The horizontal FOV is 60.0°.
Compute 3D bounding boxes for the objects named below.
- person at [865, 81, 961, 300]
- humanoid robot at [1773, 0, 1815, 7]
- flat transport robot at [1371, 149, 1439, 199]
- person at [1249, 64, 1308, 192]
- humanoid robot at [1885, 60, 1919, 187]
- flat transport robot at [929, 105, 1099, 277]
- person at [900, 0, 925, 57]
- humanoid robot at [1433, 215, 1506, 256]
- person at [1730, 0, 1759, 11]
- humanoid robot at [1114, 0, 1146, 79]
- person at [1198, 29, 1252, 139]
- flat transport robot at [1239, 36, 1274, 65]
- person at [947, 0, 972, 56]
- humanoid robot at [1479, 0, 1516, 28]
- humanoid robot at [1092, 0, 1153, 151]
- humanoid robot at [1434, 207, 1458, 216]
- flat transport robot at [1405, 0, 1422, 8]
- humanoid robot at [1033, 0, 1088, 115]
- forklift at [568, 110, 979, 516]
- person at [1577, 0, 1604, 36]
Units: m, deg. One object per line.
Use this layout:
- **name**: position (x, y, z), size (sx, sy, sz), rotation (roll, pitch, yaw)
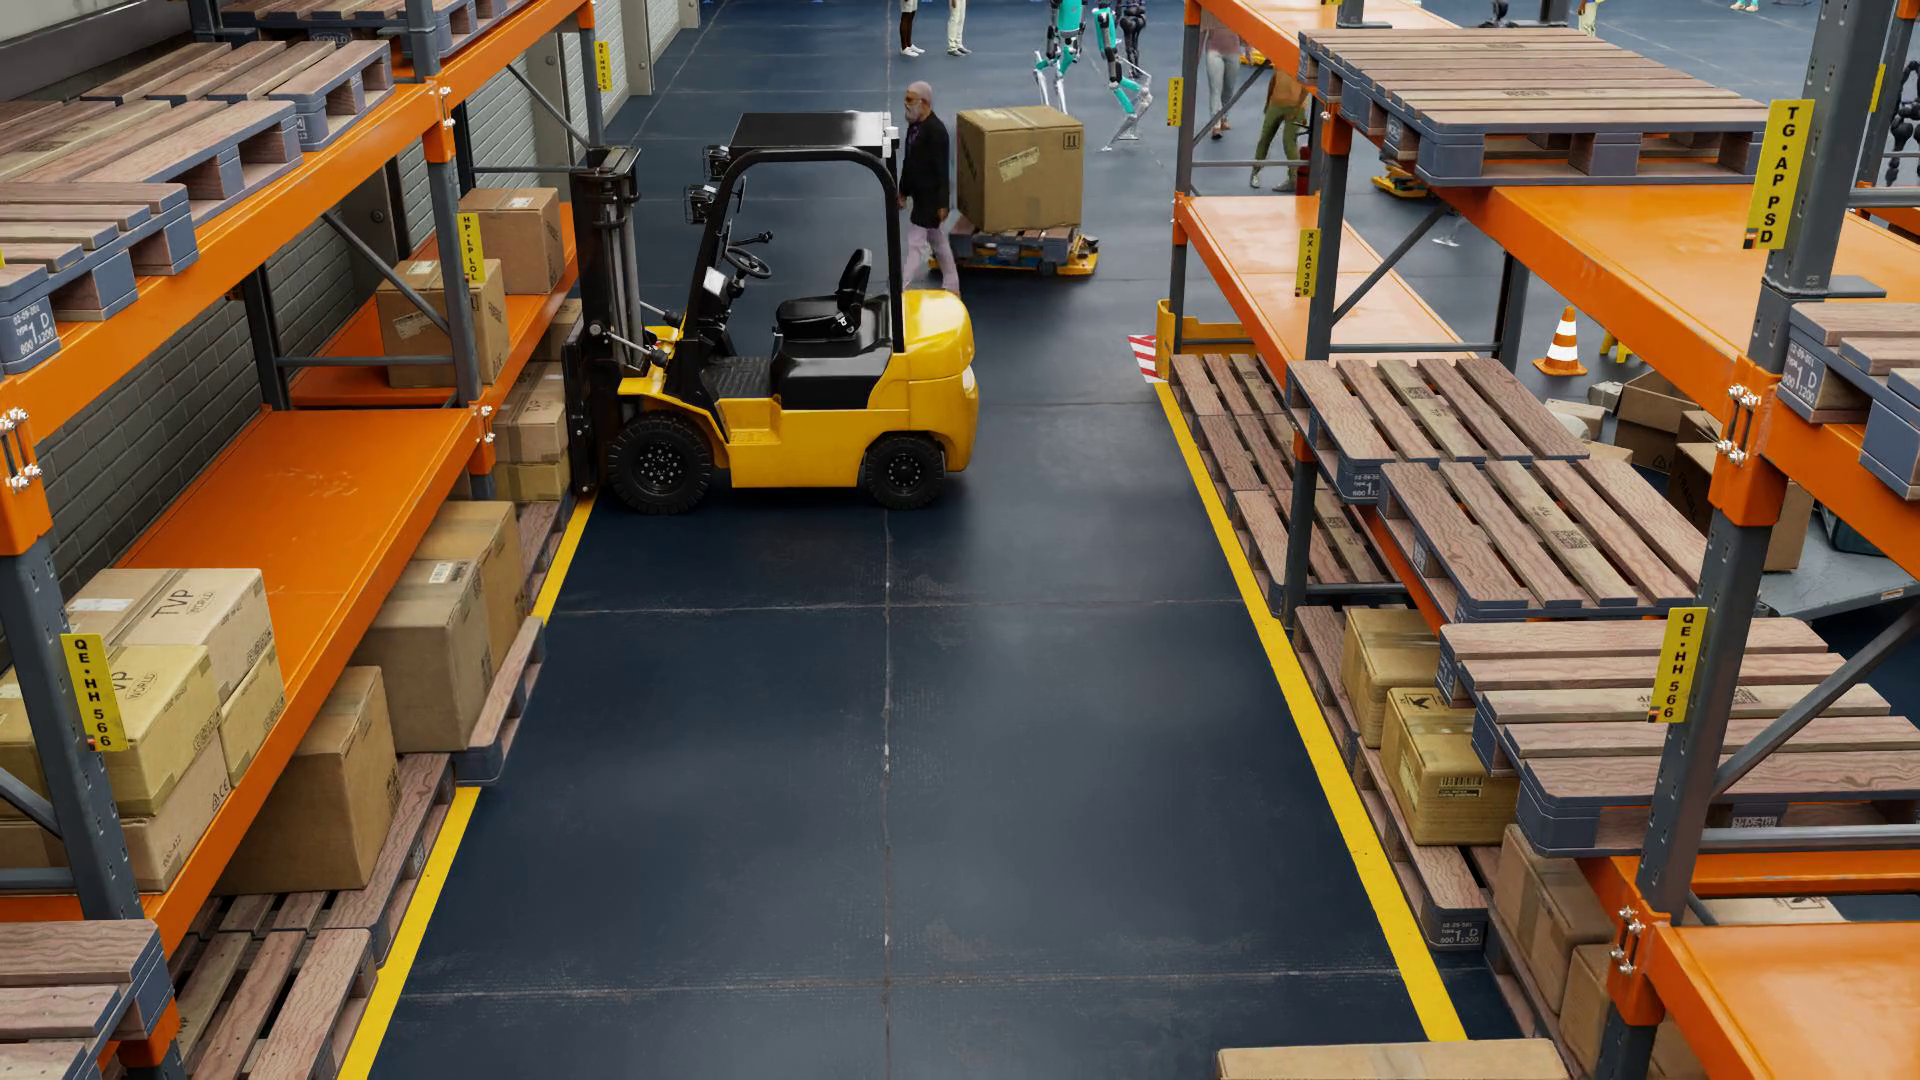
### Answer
- **person**: position (-0.371, -2.721, 13.259), size (0.902, 1.810, 0.551), rotation (-9, 27, -18)
- **humanoid robot**: position (15.012, -10.347, 29.608), size (0.755, 1.630, 0.614), rotation (22, 33, 38)
- **flat transport robot**: position (5.065, -3.742, 17.228), size (1.431, 0.231, 0.659), rotation (-5, 26, -11)
- **person**: position (3.311, -4.414, 17.018), size (0.612, 1.663, 0.369), rotation (17, 30, 32)
- **humanoid robot**: position (9.566, -4.203, 16.592), size (0.713, 1.627, 0.611), rotation (-21, 32, -37)
- **flat transport robot**: position (0.487, -2.538, 14.679), size (1.431, 0.231, 0.659), rotation (4, 26, 9)
- **person**: position (-0.752, -8.193, 24.748), size (0.375, 1.899, 0.546), rotation (7, 26, 14)
- **humanoid robot**: position (4.727, -3.409, 14.832), size (0.553, 1.789, 0.927), rotation (-19, 31, -35)
- **person**: position (13.954, -10.265, 29.115), size (0.358, 1.914, 0.498), rotation (-15, 29, -29)
- **humanoid robot**: position (2.410, -7.256, 23.045), size (0.595, 1.644, 0.448), rotation (-21, 32, -37)
- **person**: position (3.080, -5.698, 19.467), size (0.661, 1.907, 0.920), rotation (-1, 25, -2)
- **flat transport robot**: position (4.783, -7.206, 24.563), size (0.659, 0.231, 1.431), rotation (22, 33, 39)
- **person**: position (-0.003, -8.114, 24.758), size (0.350, 1.743, 0.564), rotation (8, 27, 17)
- **humanoid robot**: position (6.067, -5.329, 18.955), size (0.592, 1.637, 0.676), rotation (-7, 26, -15)
- **humanoid robot**: position (1.881, -5.233, 18.685), size (0.845, 1.761, 0.531), rotation (1, 25, 2)
- **humanoid robot**: position (4.938, -3.824, 15.829), size (0.776, 1.647, 0.601), rotation (20, 32, 36)
- **flat transport robot**: position (6.077, -7.457, 25.096), size (1.431, 0.231, 0.659), rotation (-16, 30, -30)
- **humanoid robot**: position (1.146, -5.984, 20.252), size (0.535, 1.758, 0.822), rotation (-16, 30, -31)
- **forklift**: position (-1.043, -1.379, 9.976), size (2.313, 2.155, 1.214), rotation (-1, 25, -2)
- **person**: position (8.870, -7.559, 23.429), size (0.405, 1.885, 0.517), rotation (14, 29, 27)
